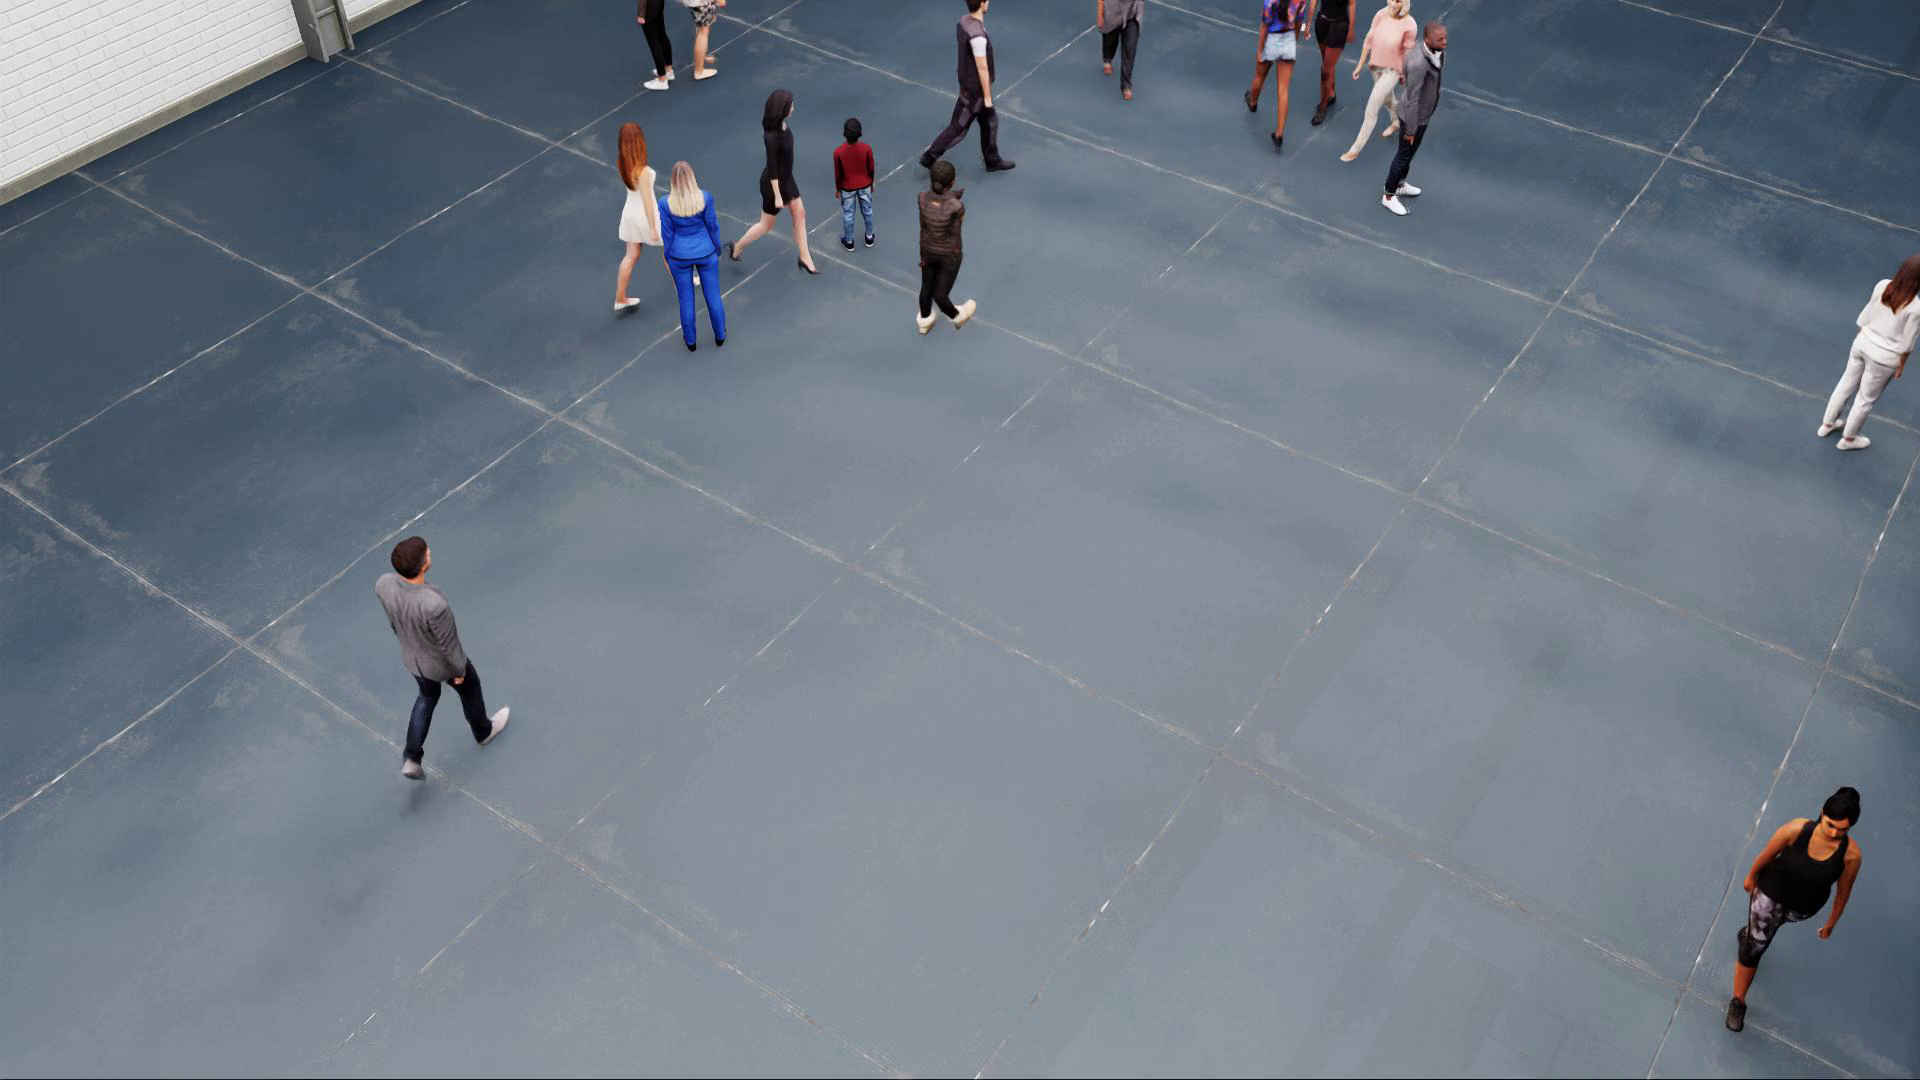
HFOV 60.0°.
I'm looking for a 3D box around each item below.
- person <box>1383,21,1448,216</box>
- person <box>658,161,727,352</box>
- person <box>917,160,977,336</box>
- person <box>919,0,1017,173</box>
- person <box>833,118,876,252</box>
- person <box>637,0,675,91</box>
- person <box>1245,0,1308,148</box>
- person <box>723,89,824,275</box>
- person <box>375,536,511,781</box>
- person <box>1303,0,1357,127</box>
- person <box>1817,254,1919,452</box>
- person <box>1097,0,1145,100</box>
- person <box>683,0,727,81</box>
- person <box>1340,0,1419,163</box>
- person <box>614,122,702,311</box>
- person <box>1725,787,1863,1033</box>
[{"bbox_3d":[4.069,-3.821,14.857,0.798,1.811,0.518,17,46,17],"label":"person"},{"bbox_3d":[-2.134,-2.268,13.307,0.689,1.700,0.754,-8,44,-8],"label":"person"},{"bbox_3d":[-0.107,-2.372,13.444,0.761,1.663,0.676,25,49,24],"label":"person"},{"bbox_3d":[0.029,-4.114,15.166,1.210,1.808,1.168,-5,44,-5],"label":"person"},{"bbox_3d":[-0.915,-3.109,14.512,0.573,1.256,0.645,-11,45,-11],"label":"person"},{"bbox_3d":[-3.069,-5.308,16.496,0.729,1.703,0.563,10,45,11],"label":"person"},{"bbox_3d":[3.034,-4.556,15.720,1.102,1.685,1.211,-4,44,-4],"label":"person"},{"bbox_3d":[-1.618,-2.963,13.988,0.987,1.769,1.133,7,44,7],"label":"person"},{"bbox_3d":[-3.220,0.750,10.031,0.860,1.849,1.142,16,46,16],"label":"person"},{"bbox_3d":[3.652,-4.961,16.125,0.700,1.713,0.876,33,53,30],"label":"person"},{"bbox_3d":[6.854,-1.409,12.414,0.688,1.689,0.682,-18,47,-18],"label":"person"},{"bbox_3d":[1.599,-5.288,16.567,1.027,1.575,1.135,-3,44,-3],"label":"person"},{"bbox_3d":[-2.695,-5.453,16.578,0.735,1.799,0.744,-31,52,-28],"label":"person"},{"bbox_3d":[4.044,-4.432,15.597,1.247,1.674,0.839,-30,51,-28],"label":"person"},{"bbox_3d":[-2.680,-2.620,13.696,1.111,1.673,0.714,-34,53,-30],"label":"person"},{"bbox_3d":[4.518,1.852,9.031,0.778,1.632,1.084,15,46,15],"label":"person"}]
